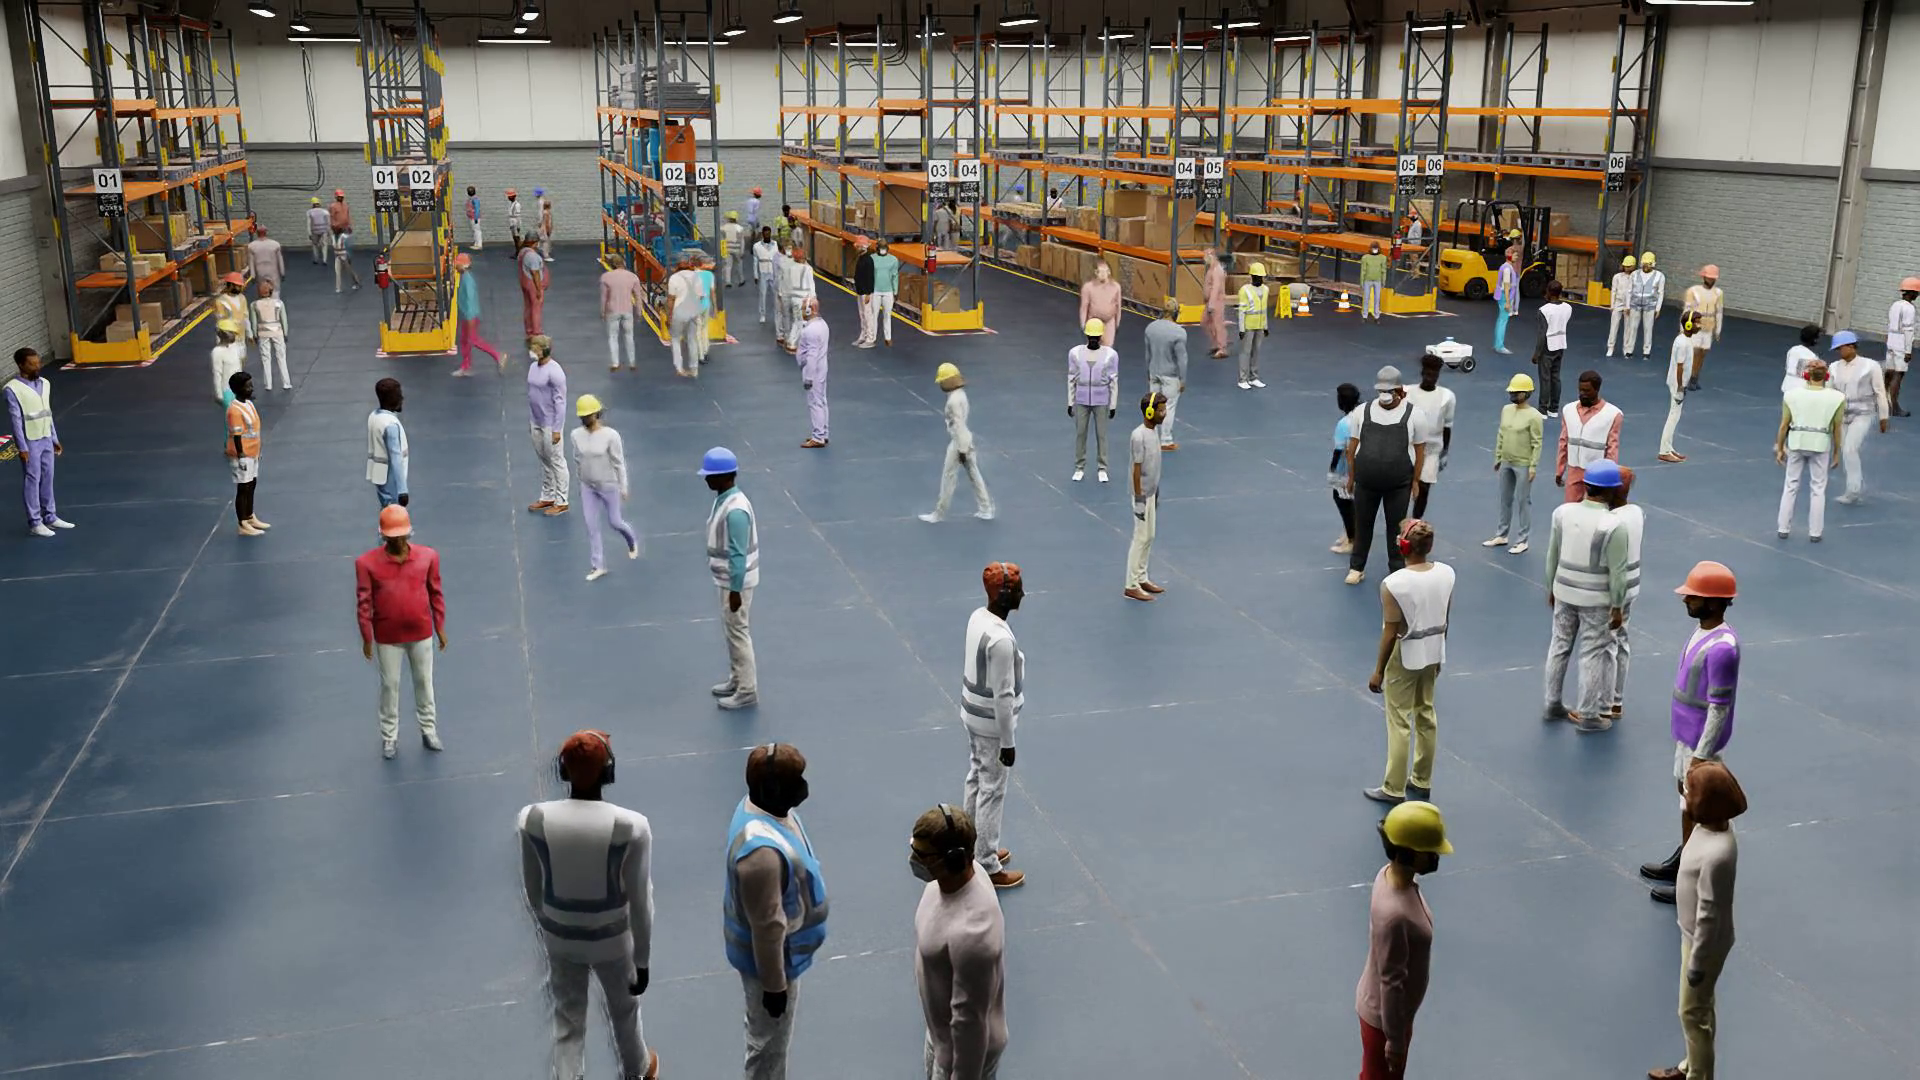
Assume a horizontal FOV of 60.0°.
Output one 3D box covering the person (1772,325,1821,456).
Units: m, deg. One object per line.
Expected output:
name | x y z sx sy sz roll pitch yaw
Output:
person | 10.351 -1.820 20.497 0.374 1.668 0.555 0 15 0

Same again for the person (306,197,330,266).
person | -17.076 -8.207 44.285 0.610 1.796 0.734 -8 17 -28

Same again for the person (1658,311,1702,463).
person | 8.824 -1.878 20.363 0.327 1.861 0.500 6 16 22

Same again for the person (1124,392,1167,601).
person | 1.658 -0.392 14.771 0.326 1.858 0.520 7 16 24

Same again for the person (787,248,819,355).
person | -2.722 -4.085 28.675 0.652 1.858 0.352 14 20 43

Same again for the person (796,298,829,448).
person | -1.886 -2.135 21.227 0.401 1.906 0.649 2 15 9

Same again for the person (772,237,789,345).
person | -3.192 -4.511 30.107 0.372 1.940 0.631 3 15 10

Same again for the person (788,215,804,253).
person | -3.661 -6.313 37.075 0.389 1.847 0.588 -9 17 -30

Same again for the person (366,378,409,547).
person | -5.183 -0.521 15.134 0.372 1.916 0.596 -10 18 -34

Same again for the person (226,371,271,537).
person | -7.264 -0.876 16.912 0.321 1.689 0.530 -1 15 -4

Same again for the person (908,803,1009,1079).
person | -0.011 1.866 6.132 0.375 1.933 0.625 -2 15 -7

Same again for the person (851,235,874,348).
person | -1.720 -4.443 29.742 0.377 1.995 0.612 -6 16 -22

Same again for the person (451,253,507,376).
person | -7.774 -3.616 26.668 0.801 1.977 0.613 -7 16 -24

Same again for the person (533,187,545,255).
person | -11.896 -9.044 47.205 0.377 1.921 0.735 -6 16 -21

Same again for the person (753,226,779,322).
person | -3.821 -5.290 33.110 0.590 1.907 0.357 -5 16 -17

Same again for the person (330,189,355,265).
person | -16.600 -8.406 44.655 0.375 1.995 0.611 7 16 25

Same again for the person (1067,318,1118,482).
person | 1.529 -1.614 19.249 0.587 1.919 0.402 4 15 13

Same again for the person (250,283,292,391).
person | -10.510 -3.095 25.359 0.515 1.636 0.314 -4 15 -15

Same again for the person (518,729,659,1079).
person | -1.551 1.664 7.035 0.578 1.850 0.865 0 15 1

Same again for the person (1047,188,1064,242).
person | 2.705 -9.277 48.228 0.626 1.844 0.429 0 15 -1

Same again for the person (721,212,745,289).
person | -5.321 -6.796 39.003 0.603 1.782 0.930 3 15 10

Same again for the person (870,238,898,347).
person | -1.402 -4.438 29.835 0.627 1.940 0.371 -4 15 -14

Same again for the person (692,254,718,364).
person | -4.425 -3.901 28.025 0.604 1.818 0.705 -7 16 -24

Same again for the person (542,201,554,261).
person | -11.292 -8.455 45.546 0.316 1.633 0.516 -2 15 -8

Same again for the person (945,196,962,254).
person | -0.211 -8.202 44.185 0.626 1.843 0.429 -8 17 -28

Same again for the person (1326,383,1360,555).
person | 3.772 -0.692 16.214 0.403 1.675 0.553 9 17 30

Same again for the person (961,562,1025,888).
person | 0.187 1.033 9.375 0.355 1.876 0.574 -4 15 -13

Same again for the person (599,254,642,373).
person | -5.496 -3.671 26.986 0.694 1.923 0.412 -7 16 -24

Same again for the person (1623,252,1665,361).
person | 11.628 -3.977 28.301 0.591 1.833 0.403 9 17 30

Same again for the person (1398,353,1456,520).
person | 4.573 -0.913 16.557 0.638 1.943 0.530 2 15 7

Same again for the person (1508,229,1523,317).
person | 11.273 -5.450 33.971 0.534 1.767 0.319 -13 20 -40

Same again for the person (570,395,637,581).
person | -3.314 -0.530 15.519 0.537 1.743 0.652 4 15 16

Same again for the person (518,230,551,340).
person | -7.778 -4.662 30.481 0.536 2.000 0.678 -11 18 -35

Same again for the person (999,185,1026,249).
person | 1.604 -9.530 49.089 0.954 1.907 0.615 2 15 7

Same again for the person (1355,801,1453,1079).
person | 1.710 1.847 6.515 0.316 1.767 0.522 4 15 14

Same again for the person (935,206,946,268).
person | -0.503 -8.017 43.883 0.285 1.634 0.499 -3 15 -10

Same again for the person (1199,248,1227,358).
person | 4.374 -4.060 28.532 0.519 1.867 0.728 0 15 -1

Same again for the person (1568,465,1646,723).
person | 4.591 0.394 11.752 0.360 1.886 0.574 13 20 41

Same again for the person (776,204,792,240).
person | -4.505 -7.846 43.133 0.539 1.696 0.318 -8 17 -26
